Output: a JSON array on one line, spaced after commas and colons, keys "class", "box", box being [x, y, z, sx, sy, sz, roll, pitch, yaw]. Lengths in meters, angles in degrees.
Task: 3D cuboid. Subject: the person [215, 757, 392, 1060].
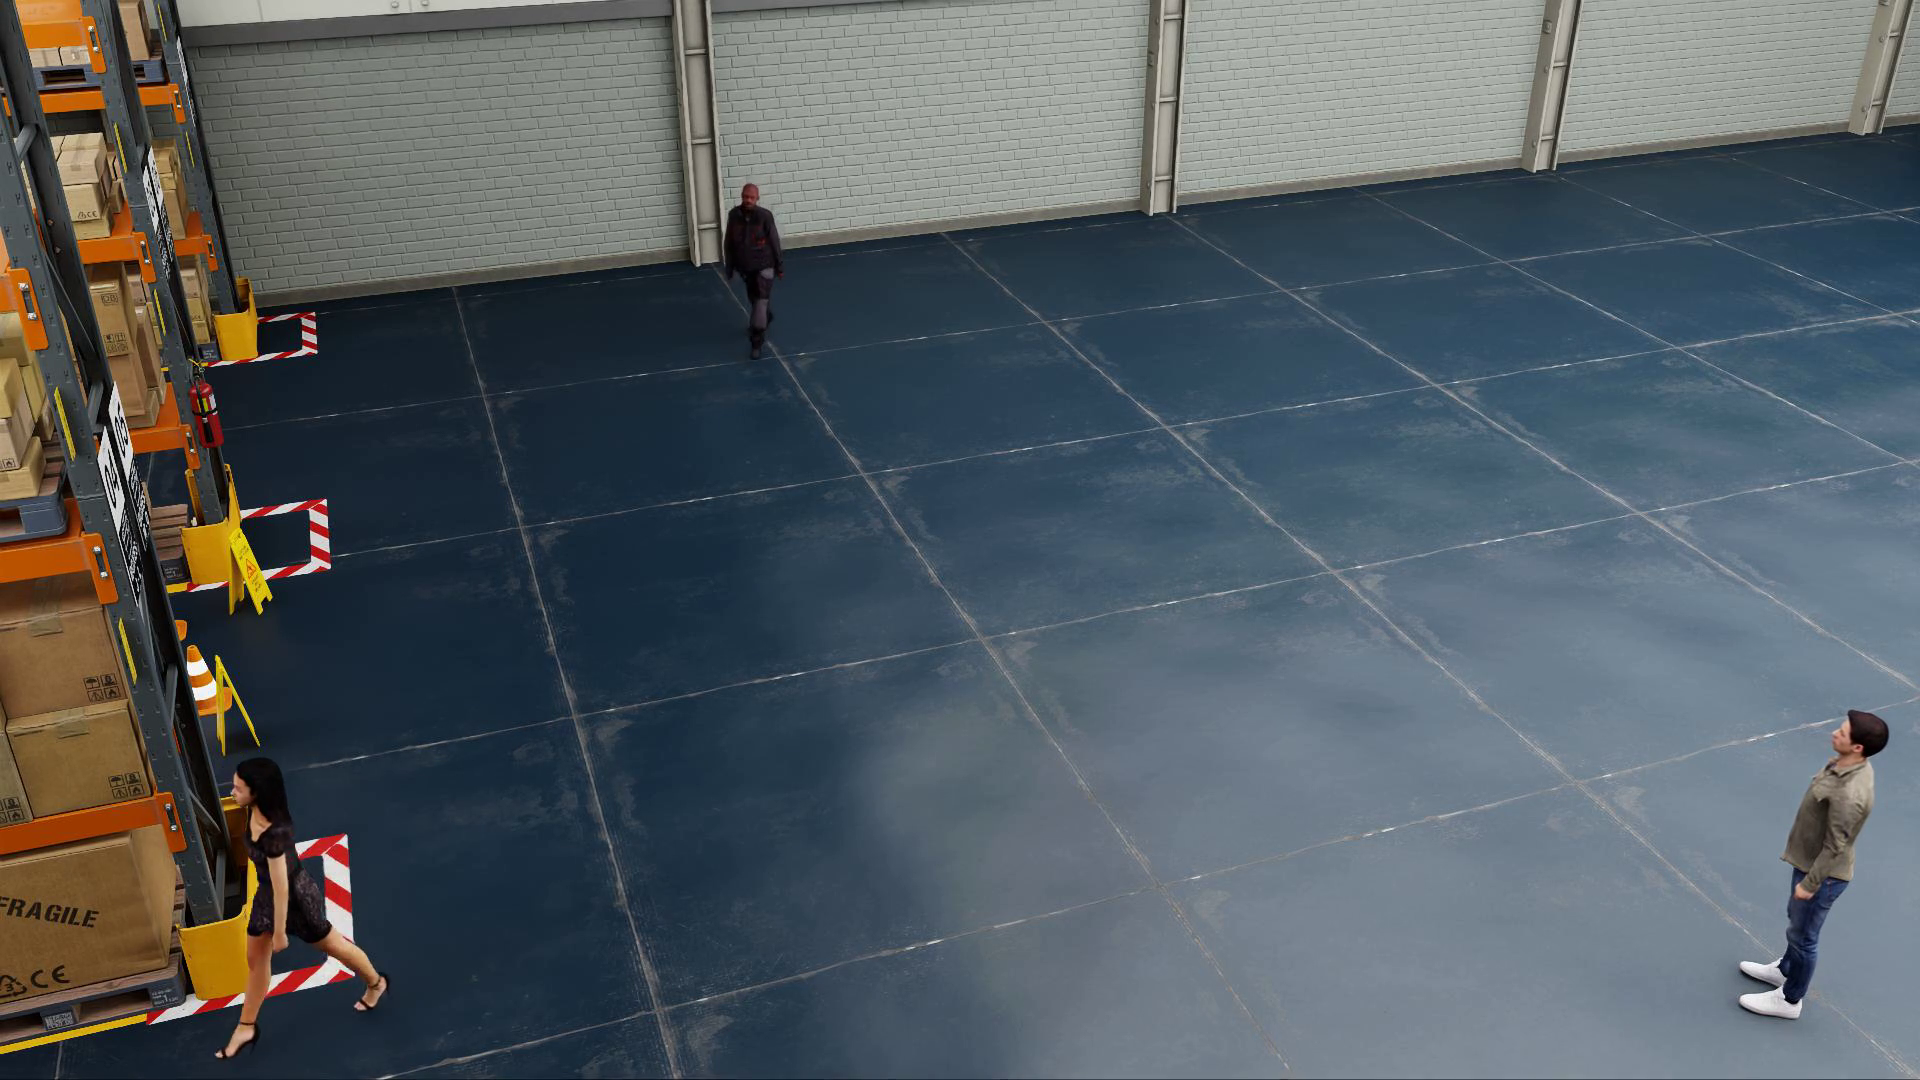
[{"class": "person", "box": [-3.311, 1.846, 8.458, 1.212, 1.724, 0.864, -20, 34, -33]}]

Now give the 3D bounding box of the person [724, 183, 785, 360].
[{"class": "person", "box": [-2.097, -2.867, 17.256, 1.336, 1.774, 1.287, 9, 29, 16]}]

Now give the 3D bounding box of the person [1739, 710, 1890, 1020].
[{"class": "person", "box": [4.467, 1.681, 8.619, 0.838, 1.866, 0.781, 12, 30, 21]}]
